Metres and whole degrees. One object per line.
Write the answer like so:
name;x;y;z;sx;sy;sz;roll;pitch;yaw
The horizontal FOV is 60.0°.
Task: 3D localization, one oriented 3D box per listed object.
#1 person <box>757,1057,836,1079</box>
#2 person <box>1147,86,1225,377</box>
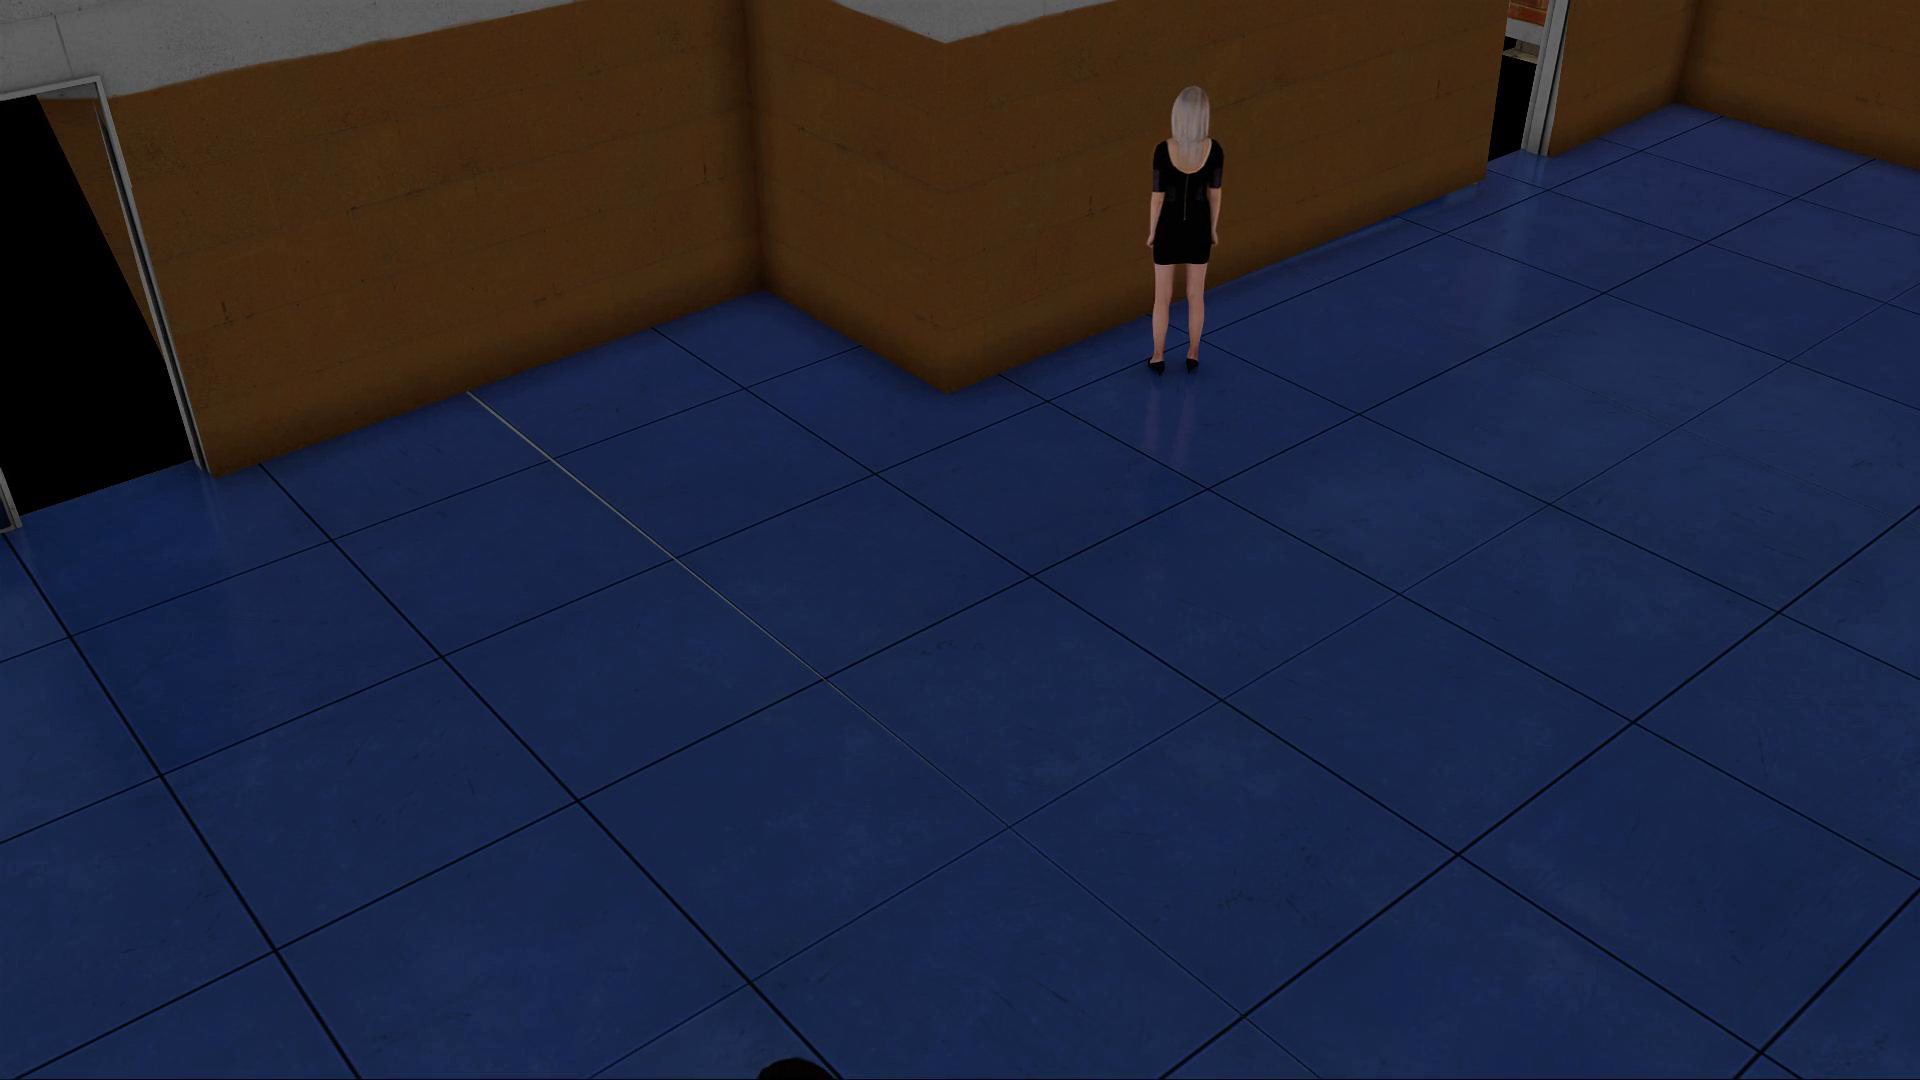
person;-0.430;1.990;4.348;0.556;1.767;0.701;23;40;30
person;1.350;-1.852;10.066;0.651;1.830;0.686;-1;34;-1
